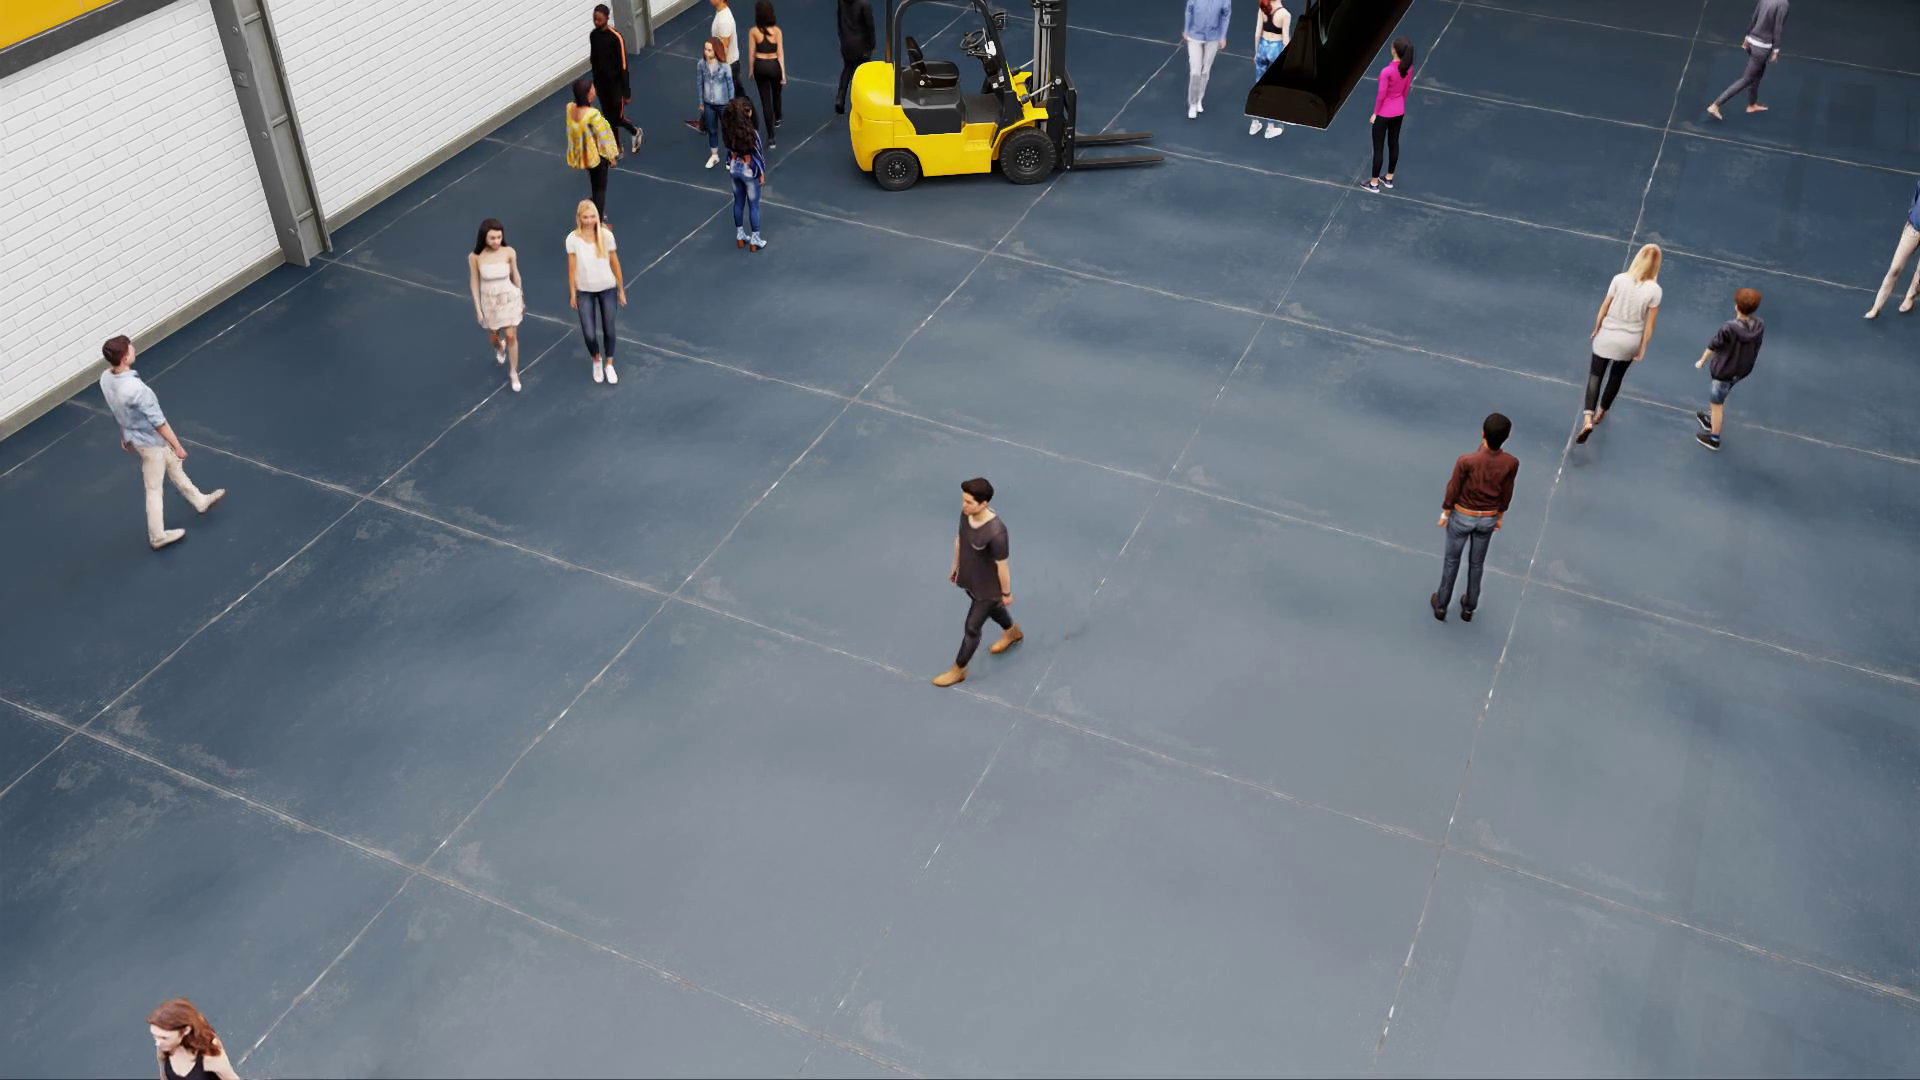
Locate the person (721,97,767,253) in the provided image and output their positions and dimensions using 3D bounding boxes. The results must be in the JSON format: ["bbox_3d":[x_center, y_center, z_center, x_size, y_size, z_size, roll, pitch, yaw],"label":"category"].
[{"bbox_3d":[-2.164,-3.688,16.719,0.609,1.622,0.547,18,42,21],"label":"person"}]

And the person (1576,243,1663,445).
[{"bbox_3d":[5.523,-1.620,13.981,0.613,1.808,1.017,17,41,20],"label":"person"}]

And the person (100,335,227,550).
[{"bbox_3d":[-6.358,-0.716,12.835,0.818,1.824,1.064,26,46,29],"label":"person"}]

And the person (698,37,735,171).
[{"bbox_3d":[-2.655,-4.796,18.224,0.599,1.476,0.560,8,39,10],"label":"person"}]

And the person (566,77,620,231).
[{"bbox_3d":[-3.810,-3.877,16.940,0.872,1.641,0.834,-30,48,-32],"label":"person"}]

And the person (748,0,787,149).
[{"bbox_3d":[-2.147,-5.190,18.606,0.881,1.614,1.045,-4,39,-5],"label":"person"}]

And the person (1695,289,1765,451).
[{"bbox_3d":[6.513,-1.407,14.018,0.767,1.428,0.846,-10,40,-13],"label":"person"}]

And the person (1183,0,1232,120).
[{"bbox_3d":[2.827,-5.878,19.266,0.809,1.865,0.866,2,39,3],"label":"person"}]

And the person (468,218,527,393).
[{"bbox_3d":[-4.057,-2.103,14.658,0.839,1.718,0.914,-9,39,-11],"label":"person"}]

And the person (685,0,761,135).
[{"bbox_3d":[-2.529,-5.374,18.718,1.126,1.772,1.091,-10,40,-12],"label":"person"}]

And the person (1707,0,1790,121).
[{"bbox_3d":[9.102,-5.654,19.093,1.111,1.731,1.127,-7,39,-8],"label":"person"}]

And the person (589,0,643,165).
[{"bbox_3d":[-3.757,-5.017,18.246,0.683,1.794,0.757,22,44,25],"label":"person"}]

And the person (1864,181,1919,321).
[{"bbox_3d":[9.130,-2.869,15.672,0.830,1.659,1.080,30,47,32],"label":"person"}]

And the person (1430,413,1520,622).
[{"bbox_3d":[3.757,-0.148,12.161,0.702,1.778,0.675,-1,39,-1],"label":"person"}]

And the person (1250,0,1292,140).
[{"bbox_3d":[3.502,-5.428,18.774,0.620,1.787,0.646,26,45,29],"label":"person"}]

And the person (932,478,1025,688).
[{"bbox_3d":[0.222,0.241,11.756,1.169,1.676,1.012,-21,43,-24],"label":"person"}]

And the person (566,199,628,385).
[{"bbox_3d":[-3.240,-2.224,14.745,0.741,1.796,0.794,-11,40,-14],"label":"person"}]

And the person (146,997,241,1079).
[{"bbox_3d":[-3.708,2.821,8.498,0.706,1.711,1.064,11,40,14],"label":"person"}]

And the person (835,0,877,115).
[{"bbox_3d":[-1.243,-5.691,19.116,0.654,1.760,0.885,18,42,21],"label":"person"}]

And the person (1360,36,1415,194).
[{"bbox_3d":[4.588,-4.547,17.741,0.671,1.699,0.751,-20,43,-23],"label":"person"}]
